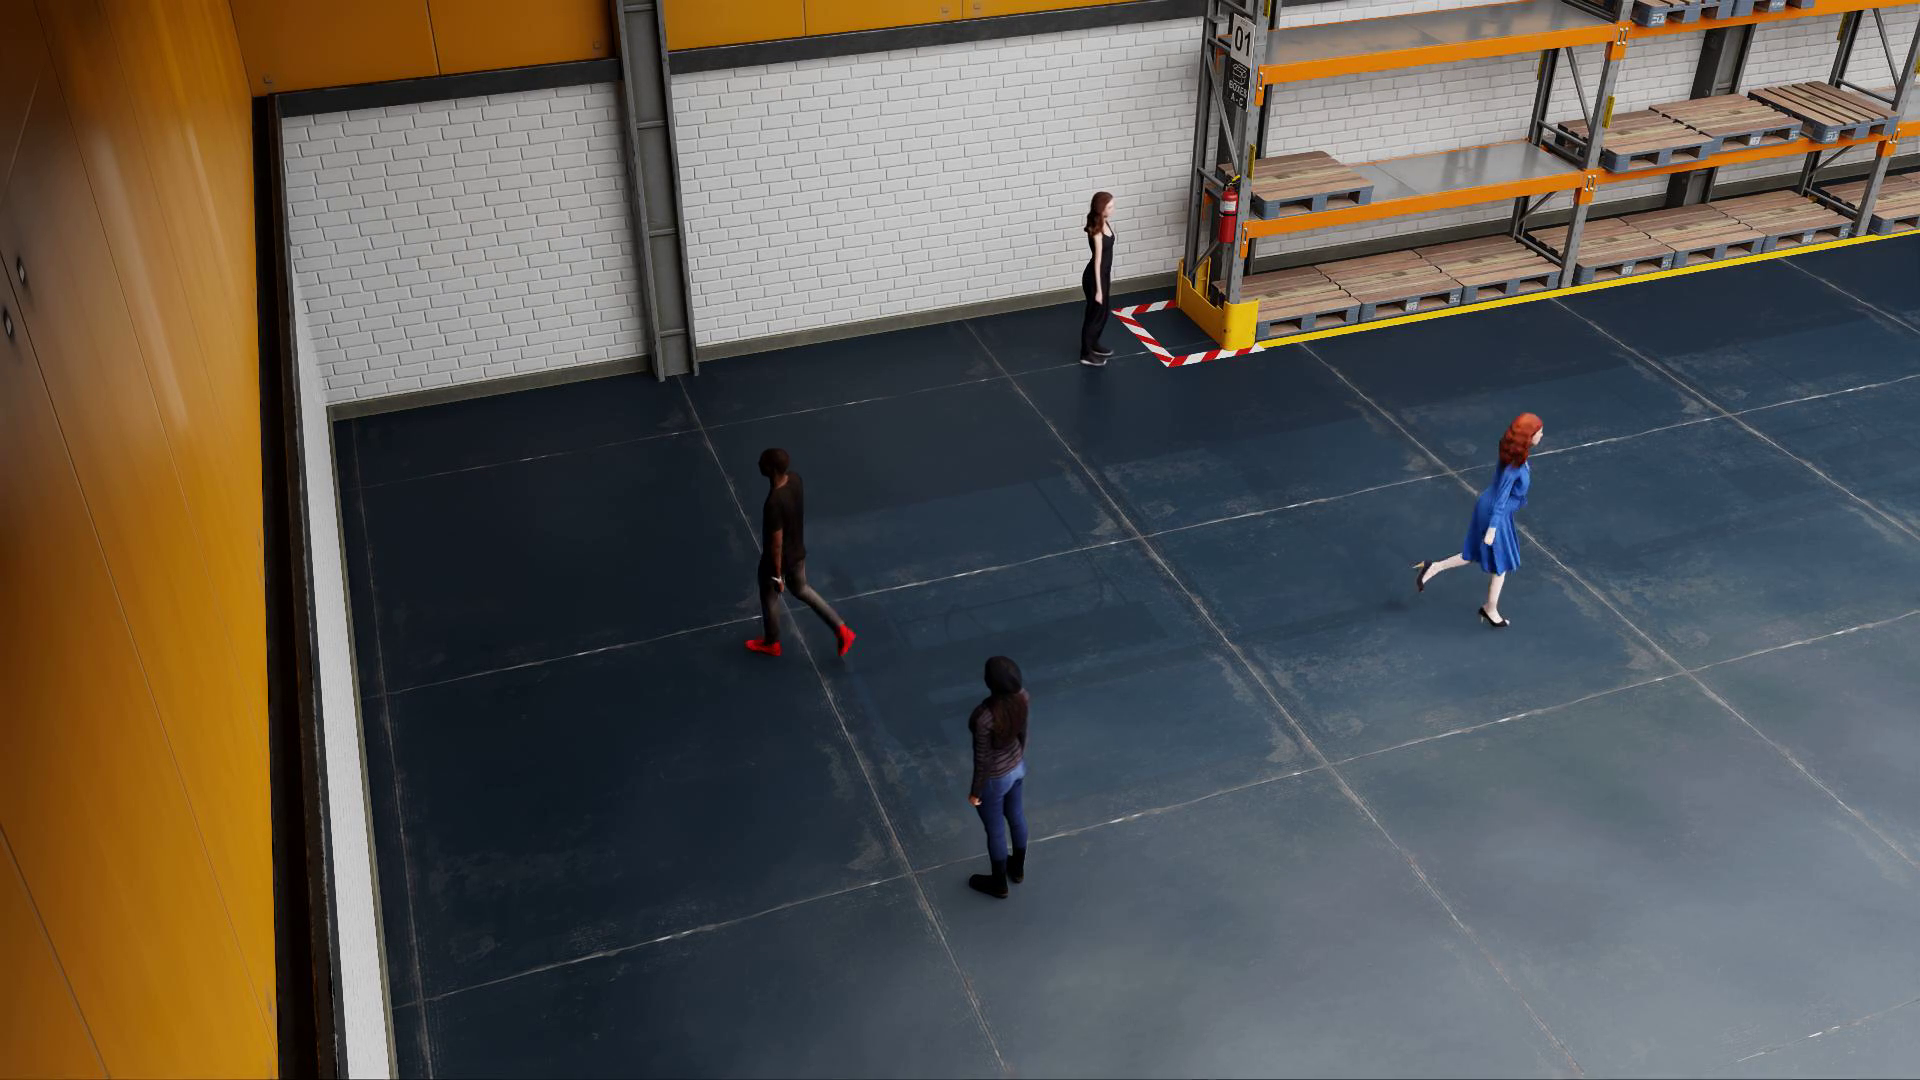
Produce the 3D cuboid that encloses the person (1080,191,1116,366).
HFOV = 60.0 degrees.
[{"bbox_3d":[1.295,-2.500,15.839,0.702,1.742,0.674,8,34,12],"label":"person"}]

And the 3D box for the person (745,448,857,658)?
[{"bbox_3d":[-1.163,0.131,11.847,1.163,1.780,1.097,13,36,19],"label":"person"}]

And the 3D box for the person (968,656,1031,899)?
[{"bbox_3d":[0.243,1.412,9.951,0.772,1.746,0.658,25,41,33],"label":"person"}]

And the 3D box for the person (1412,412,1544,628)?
[{"bbox_3d":[3.839,-0.145,12.243,1.111,1.800,1.004,12,36,18],"label":"person"}]
